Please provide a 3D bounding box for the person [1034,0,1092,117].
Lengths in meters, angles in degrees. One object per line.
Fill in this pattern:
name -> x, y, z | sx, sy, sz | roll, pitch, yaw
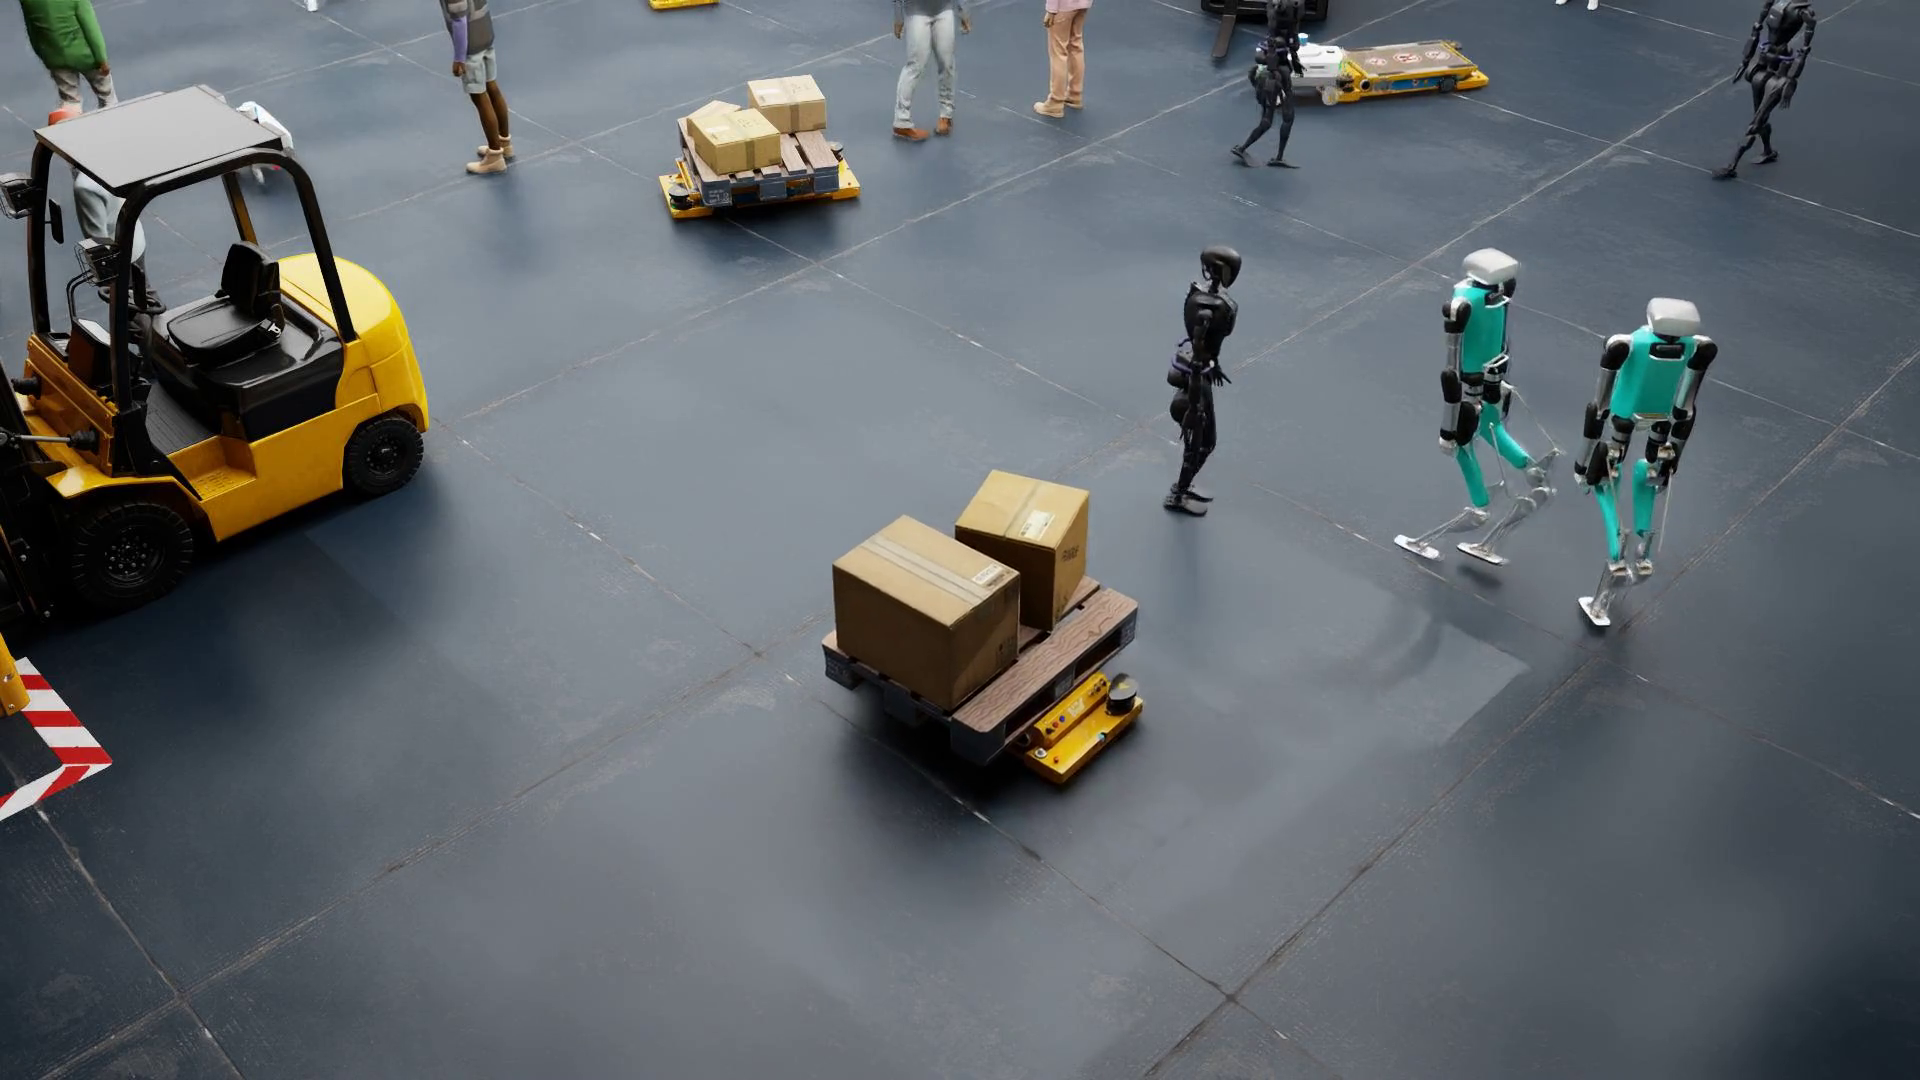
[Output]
person -> 0.894, -4.355, 13.571 | 0.419, 1.773, 0.541 | 24, 43, 29

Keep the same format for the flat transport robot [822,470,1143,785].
flat transport robot -> 0.120, 0.644, 8.134 | 1.431, 0.231, 0.659 | 27, 44, 31

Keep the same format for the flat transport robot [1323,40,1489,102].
flat transport robot -> 3.800, -4.073, 14.449 | 1.431, 0.231, 0.659 | -9, 38, -12

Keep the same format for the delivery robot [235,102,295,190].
delivery robot -> -5.460, -3.104, 12.922 | 0.499, 0.606, 0.794 | -25, 43, -29

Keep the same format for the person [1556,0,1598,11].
person -> 6.035, -5.848, 15.676 | 0.514, 1.641, 0.313 | 22, 42, 27

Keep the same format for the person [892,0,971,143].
person -> -0.248, -4.146, 13.209 | 0.723, 1.883, 0.443 | -19, 41, -23

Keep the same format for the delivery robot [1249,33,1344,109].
delivery robot -> 2.851, -3.995, 14.080 | 0.737, 0.564, 0.499 | 0, 37, 0

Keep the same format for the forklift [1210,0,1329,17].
forklift -> 3.106, -6.400, 15.960 | 1.214, 2.155, 2.313 | 8, 37, 10

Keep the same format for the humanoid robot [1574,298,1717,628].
humanoid robot -> 3.325, -0.246, 8.121 | 0.542, 1.813, 0.705 | -1, 37, -2

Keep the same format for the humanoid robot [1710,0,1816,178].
humanoid robot -> 6.173, -3.575, 12.639 | 0.763, 1.628, 0.600 | -13, 39, -16

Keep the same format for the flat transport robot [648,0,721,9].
flat transport robot -> -2.854, -5.595, 16.486 | 0.659, 0.231, 1.431 | -12, 38, -15

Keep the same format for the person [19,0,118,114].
person -> -6.814, -3.712, 12.735 | 0.552, 1.761, 0.841 | -5, 37, -6

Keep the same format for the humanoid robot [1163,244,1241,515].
humanoid robot -> 1.289, -0.852, 8.958 | 0.311, 1.644, 0.603 | 11, 38, 14

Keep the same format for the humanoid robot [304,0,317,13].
humanoid robot -> -6.247, -5.907, 15.690 | 0.530, 1.787, 0.798 | -30, 46, -34

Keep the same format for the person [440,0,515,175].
person -> -3.717, -3.766, 12.560 | 0.391, 2.040, 0.607 | 4, 37, 5

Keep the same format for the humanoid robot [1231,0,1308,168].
humanoid robot -> 2.423, -3.643, 12.715 | 0.571, 1.646, 0.590 | 18, 40, 22

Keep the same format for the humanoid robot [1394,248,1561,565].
humanoid robot -> 2.776, -0.586, 8.541 | 0.546, 1.745, 0.896 | -31, 46, -34

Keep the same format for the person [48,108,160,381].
person -> -5.186, -1.801, 10.178 | 0.352, 1.740, 0.571 | -4, 37, -6

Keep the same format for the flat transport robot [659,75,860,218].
flat transport robot -> -1.532, -2.740, 12.664 | 1.431, 0.231, 0.659 | -10, 38, -13

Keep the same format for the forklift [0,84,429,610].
forklift -> -4.145, -1.093, 8.856 | 2.313, 2.155, 1.214 | -31, 47, -34
